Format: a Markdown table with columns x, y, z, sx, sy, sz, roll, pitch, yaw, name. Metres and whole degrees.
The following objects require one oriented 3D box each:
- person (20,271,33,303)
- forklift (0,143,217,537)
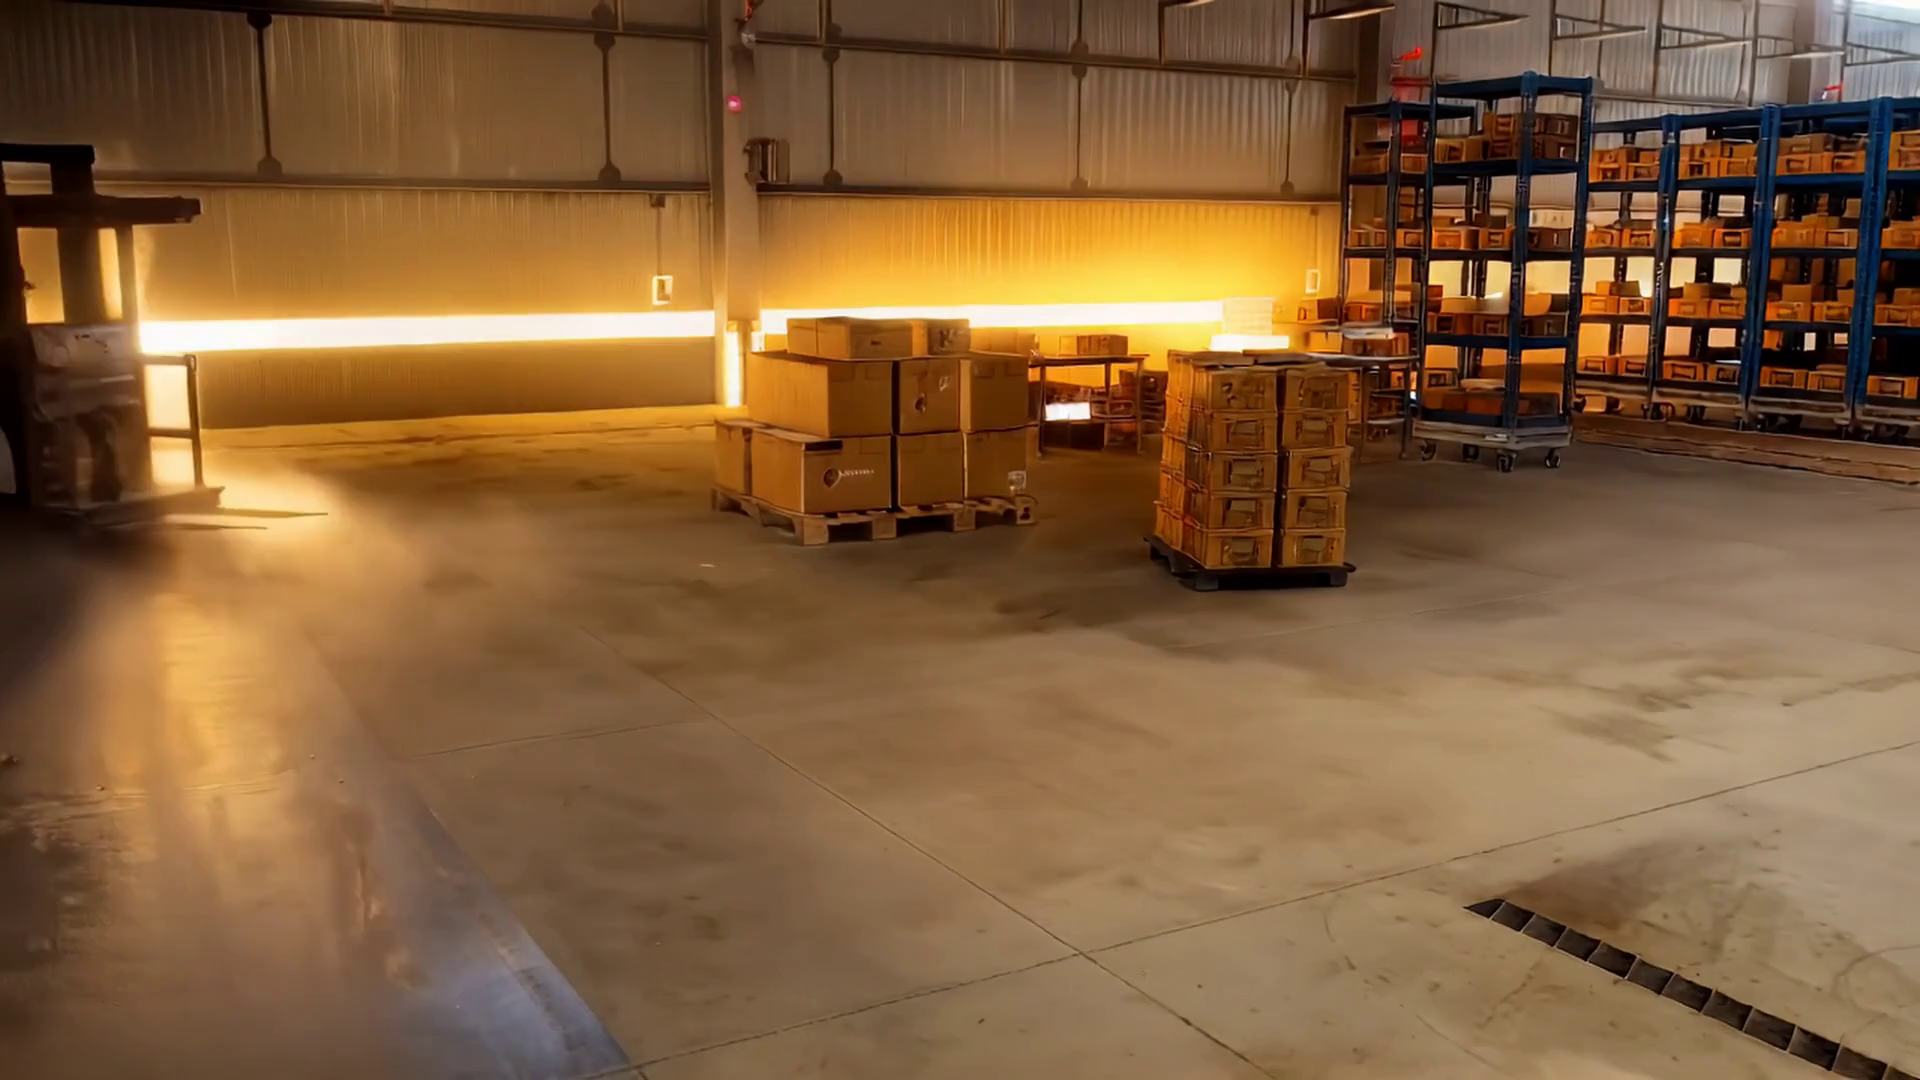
| x | y | z | sx | sy | sz | roll | pitch | yaw | name |
| --- | --- | --- | --- | --- | --- | --- | --- | --- | --- |
| -7.673 | -1.287 | 13.709 | 0.860 | 1.904 | 0.577 | -4 | 11 | -23 | person |
| -6.756 | -1.516 | 12.259 | 1.873 | 2.768 | 1.129 | 3 | 10 | 16 | forklift |
